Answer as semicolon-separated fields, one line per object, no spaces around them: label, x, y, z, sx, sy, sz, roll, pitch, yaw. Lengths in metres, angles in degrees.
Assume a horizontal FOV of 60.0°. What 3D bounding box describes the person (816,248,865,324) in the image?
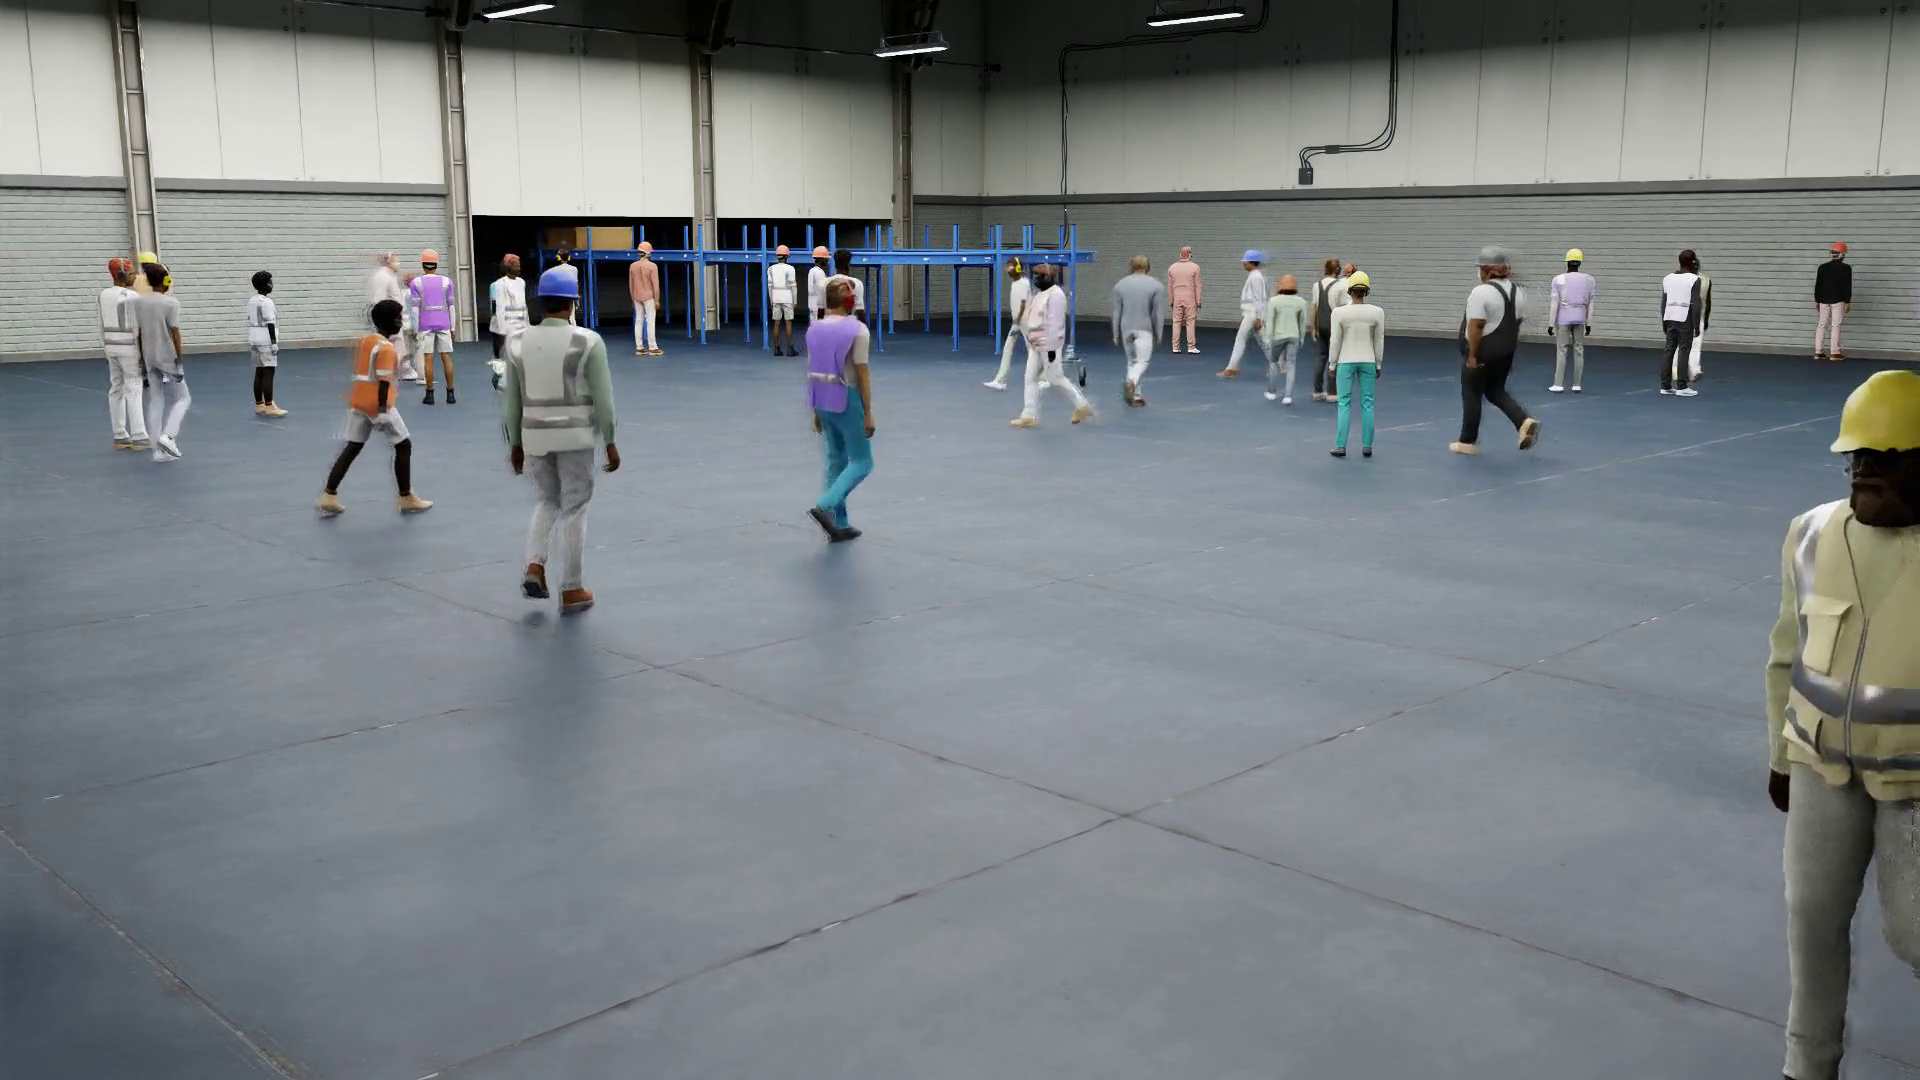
person;-1.397;-2.475;19.727;0.612;1.963;0.361;4;11;20

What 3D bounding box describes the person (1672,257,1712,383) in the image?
person;10.525;-3.181;24.048;0.657;1.790;0.956;2;11;11

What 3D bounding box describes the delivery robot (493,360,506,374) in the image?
delivery robot;-6.011;-2.344;22.725;0.707;0.478;0.477;-3;11;-17

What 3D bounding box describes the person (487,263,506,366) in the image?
person;-7.363;-3.650;26.933;0.690;1.674;0.536;4;11;23

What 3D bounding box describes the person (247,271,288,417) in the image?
person;-8.151;-2.302;19.517;0.539;1.695;0.318;10;14;44

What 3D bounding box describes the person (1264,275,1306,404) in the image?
person;4.092;-2.545;21.066;0.532;1.602;0.758;-1;10;-4

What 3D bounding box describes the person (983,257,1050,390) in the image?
person;0.826;-2.951;22.751;0.973;1.817;0.520;-5;12;-27

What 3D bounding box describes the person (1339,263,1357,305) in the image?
person;6.606;-3.885;28.305;0.307;1.641;0.513;-10;14;-43

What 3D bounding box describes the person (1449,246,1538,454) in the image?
person;5.177;-1.821;16.073;0.694;2.000;0.765;-7;13;-34

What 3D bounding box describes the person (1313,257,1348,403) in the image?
person;4.737;-2.676;21.177;0.396;1.841;0.518;-8;13;-38

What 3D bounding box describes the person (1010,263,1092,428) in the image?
person;1.024;-2.154;18.418;0.856;1.816;0.631;-3;11;-17

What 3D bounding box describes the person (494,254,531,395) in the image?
person;-5.867;-2.774;21.699;0.737;1.881;0.637;3;11;17

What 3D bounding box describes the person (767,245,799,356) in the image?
person;-3.107;-4.213;29.277;0.545;1.941;0.351;4;11;21

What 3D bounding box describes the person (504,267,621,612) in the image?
person;-2.237;-0.562;9.398;0.627;1.932;0.441;3;11;17

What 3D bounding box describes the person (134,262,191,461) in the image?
person;-7.511;-1.670;15.644;0.531;1.855;0.410;2;11;9

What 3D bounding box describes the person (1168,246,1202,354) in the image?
person;4.053;-4.302;29.854;0.643;1.909;0.410;6;12;30

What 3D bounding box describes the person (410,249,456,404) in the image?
person;-6.650;-2.697;21.014;0.544;1.939;0.364;-5;12;-26

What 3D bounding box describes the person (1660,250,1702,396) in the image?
person;9.587;-2.891;22.128;0.388;1.919;0.593;-5;12;-27

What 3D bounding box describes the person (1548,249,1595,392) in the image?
person;8.255;-2.963;22.496;0.592;1.926;0.366;0;10;-1

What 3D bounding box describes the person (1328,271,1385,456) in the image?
person;3.801;-1.689;15.991;0.530;1.768;0.312;0;10;-2

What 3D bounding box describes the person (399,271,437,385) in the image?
person;-7.818;-2.993;23.512;0.650;1.617;0.534;-5;12;-27

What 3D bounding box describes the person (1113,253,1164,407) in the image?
person;2.142;-2.550;20.341;0.651;1.902;0.903;5;11;24

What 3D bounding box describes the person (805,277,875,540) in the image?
person;-0.842;-0.889;11.453;0.587;1.826;0.478;9;14;42

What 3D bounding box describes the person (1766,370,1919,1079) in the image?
person;2.195;0.503;3.904;0.571;1.813;0.603;-8;13;-36

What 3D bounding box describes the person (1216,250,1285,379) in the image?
person;4.375;-3.351;24.698;1.019;1.902;0.623;2;11;9

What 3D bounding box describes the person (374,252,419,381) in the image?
person;-8.177;-3.226;24.086;0.888;1.864;0.664;-3;11;-18

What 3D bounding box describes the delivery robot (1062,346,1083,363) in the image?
delivery robot;1.571;-2.662;23.752;0.335;0.223;0.698;2;11;10

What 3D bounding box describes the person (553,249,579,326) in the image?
person;-7.277;-4.427;30.670;0.516;1.864;0.318;-8;13;-37

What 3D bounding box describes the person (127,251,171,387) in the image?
person;-11.439;-3.125;23.490;0.592;1.888;0.952;-3;11;-18

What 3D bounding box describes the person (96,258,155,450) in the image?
person;-8.278;-1.841;16.499;0.574;1.881;0.358;5;12;26

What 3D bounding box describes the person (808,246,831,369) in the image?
person;-2.202;-3.661;26.274;0.373;1.934;0.551;-4;11;-22

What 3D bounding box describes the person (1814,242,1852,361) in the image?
person;14.885;-4.068;28.339;0.389;1.990;0.625;-6;12;-30

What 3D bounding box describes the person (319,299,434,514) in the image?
person;-4.504;-1.006;12.622;0.813;1.640;0.553;-9;14;-42

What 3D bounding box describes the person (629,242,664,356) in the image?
person;-5.574;-4.282;29.500;0.612;1.994;0.394;5;12;27
